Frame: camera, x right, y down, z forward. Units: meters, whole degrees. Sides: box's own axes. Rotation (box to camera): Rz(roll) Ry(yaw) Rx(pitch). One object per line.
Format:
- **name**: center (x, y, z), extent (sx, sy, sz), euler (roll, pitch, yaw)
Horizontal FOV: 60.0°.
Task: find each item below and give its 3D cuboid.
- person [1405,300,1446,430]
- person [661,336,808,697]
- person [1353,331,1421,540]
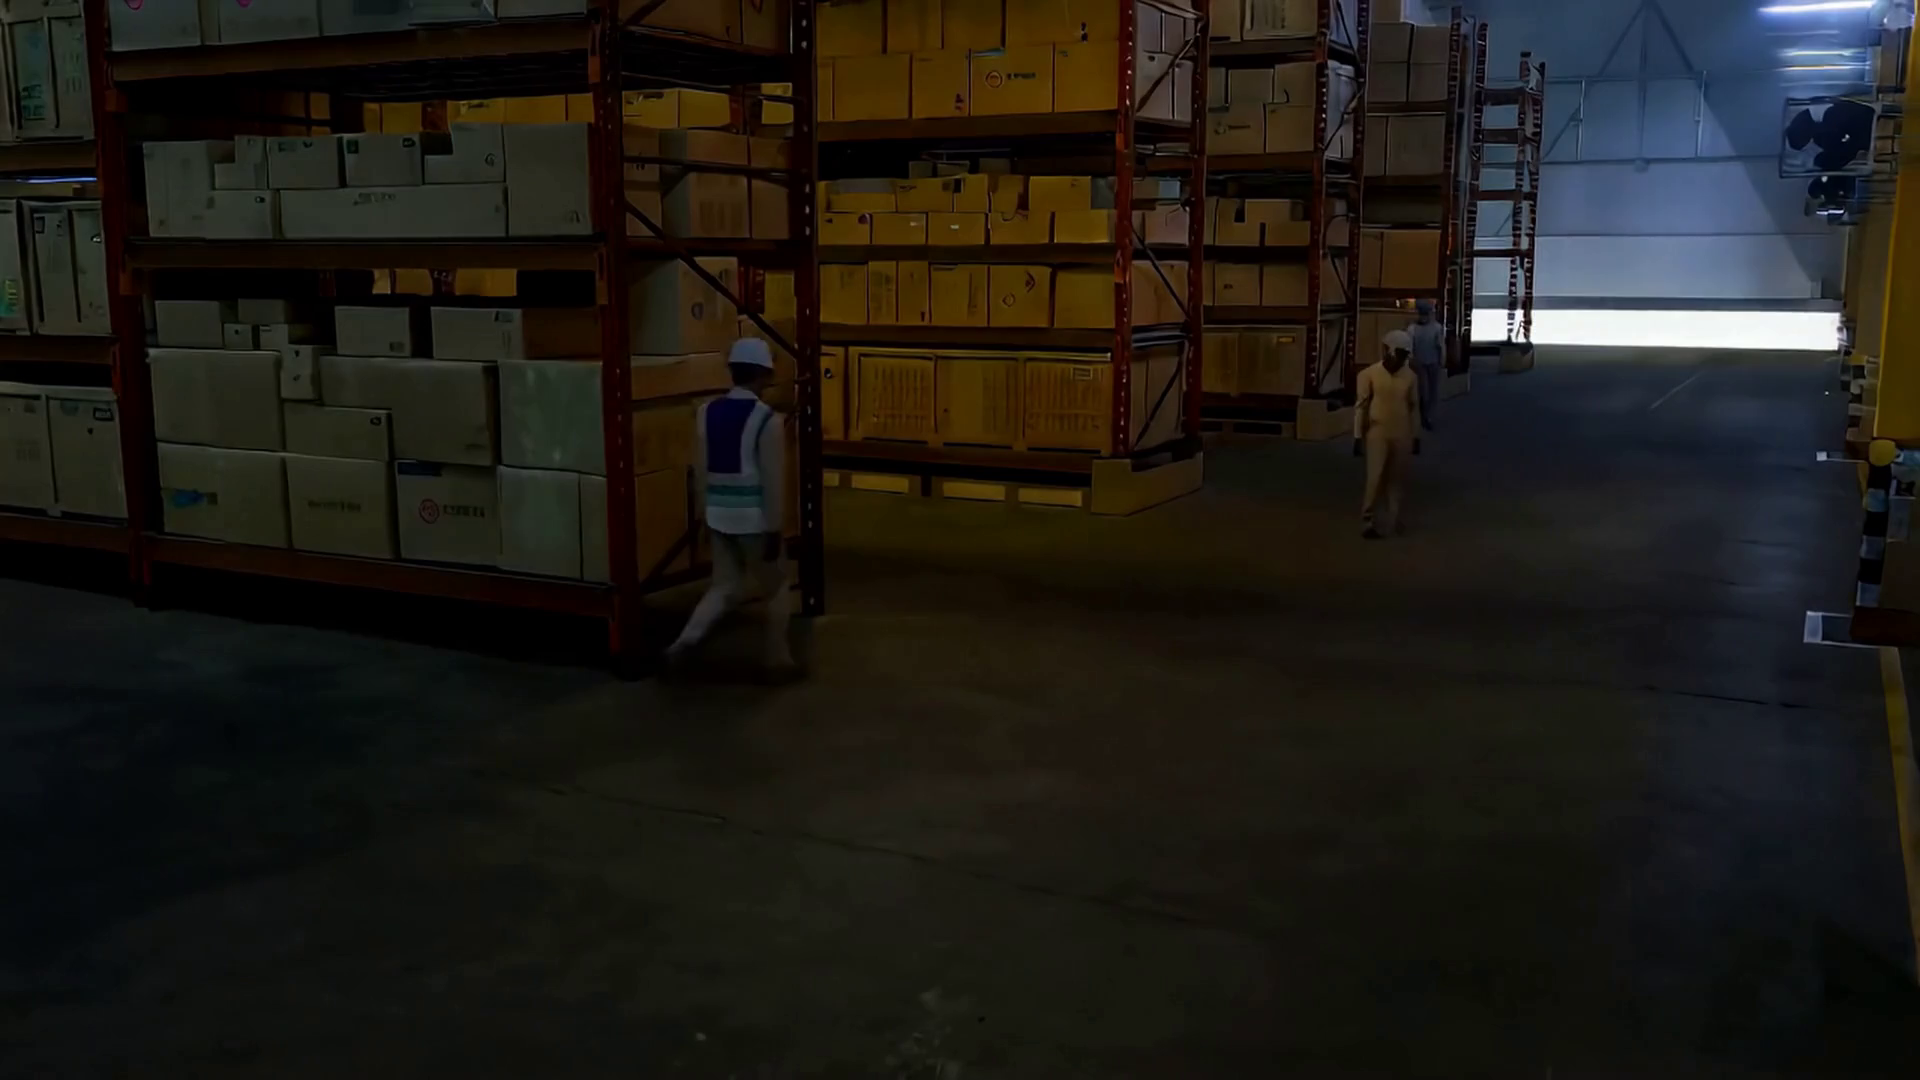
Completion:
- **person**: center (6.194, -2.338, 22.168), extent (0.526, 1.717, 0.861), euler (3, 10, 17)
- **person**: center (-1.180, -0.107, 8.695), extent (0.608, 1.910, 0.803), euler (7, 12, 35)
- **person**: center (3.566, -0.880, 13.780), extent (0.612, 1.696, 0.657), euler (-2, 10, -14)
